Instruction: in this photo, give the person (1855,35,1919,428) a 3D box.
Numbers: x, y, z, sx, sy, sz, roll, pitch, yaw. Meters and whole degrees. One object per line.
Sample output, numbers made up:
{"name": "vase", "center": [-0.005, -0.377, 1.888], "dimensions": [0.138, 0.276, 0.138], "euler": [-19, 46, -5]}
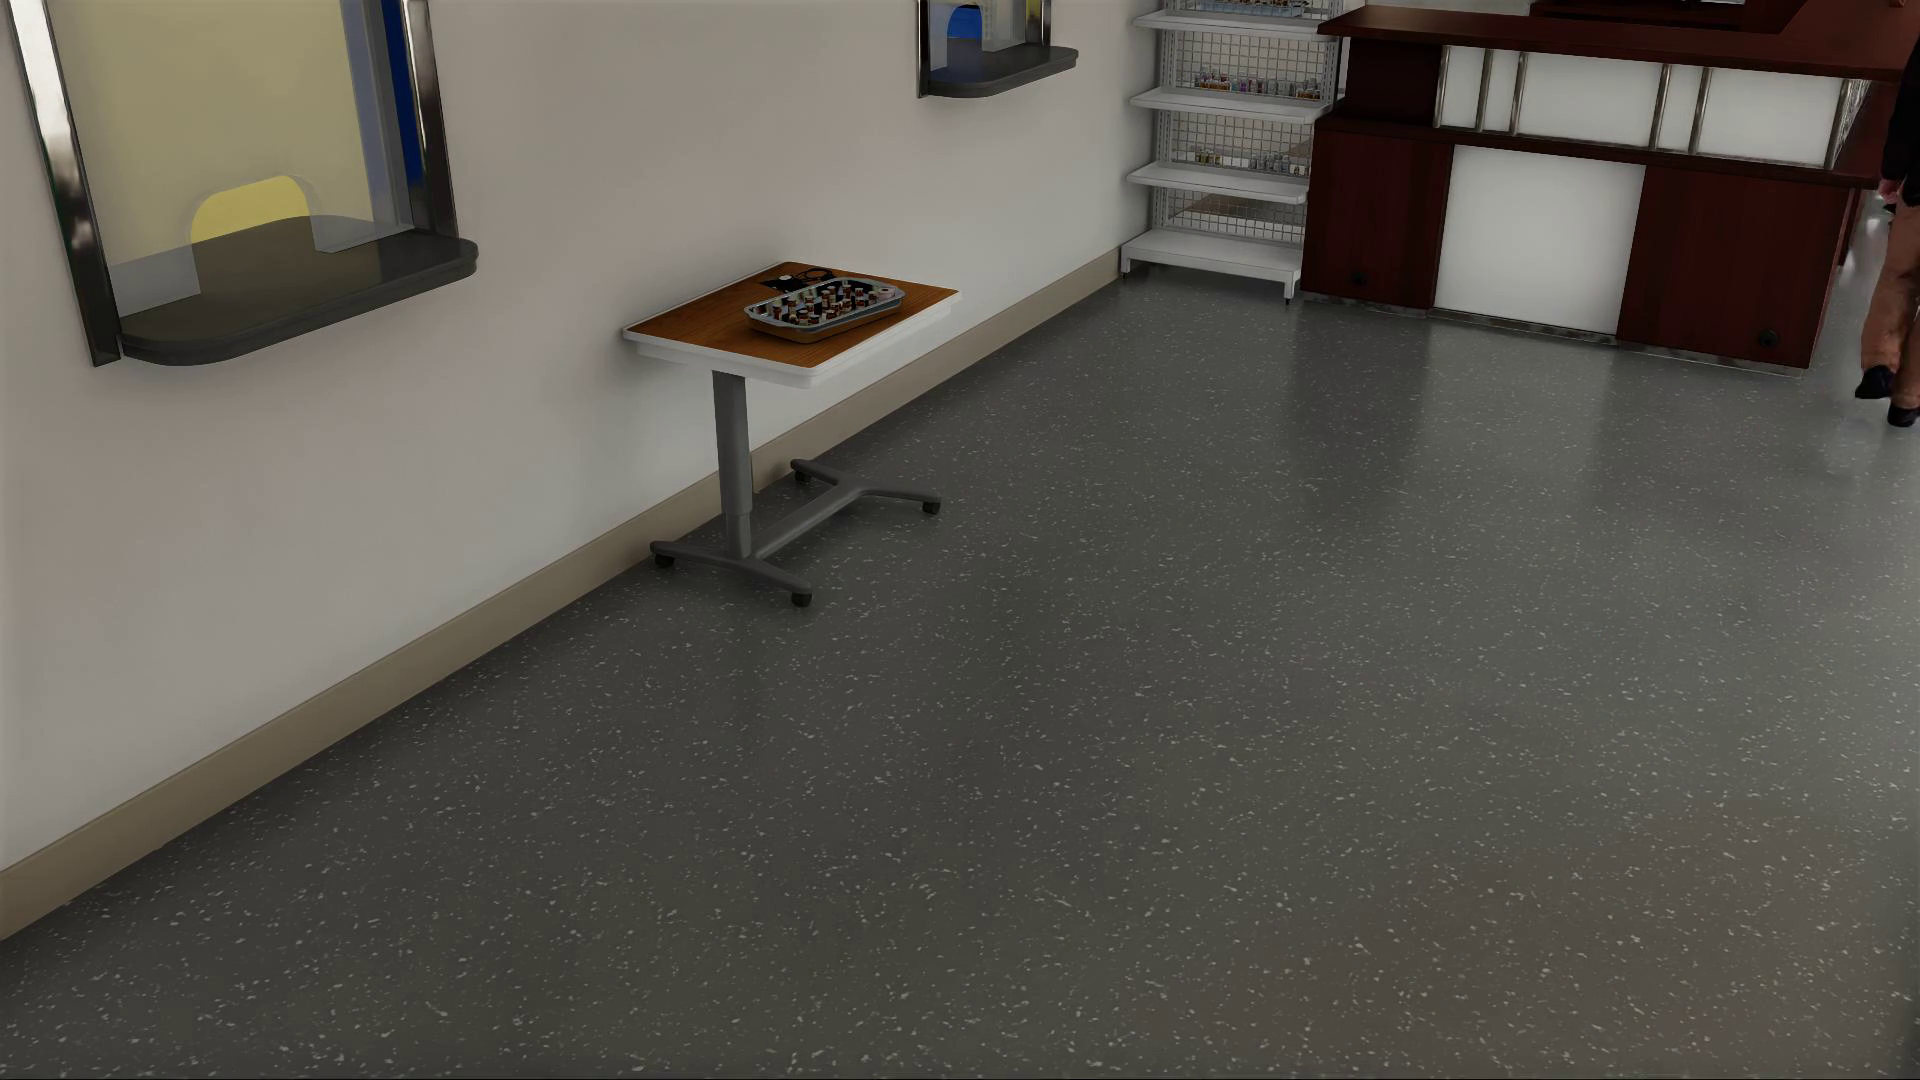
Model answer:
{"name": "person", "center": [3.752, -1.321, 6.255], "dimensions": [0.625, 1.912, 0.778], "euler": [17, 30, 31]}
